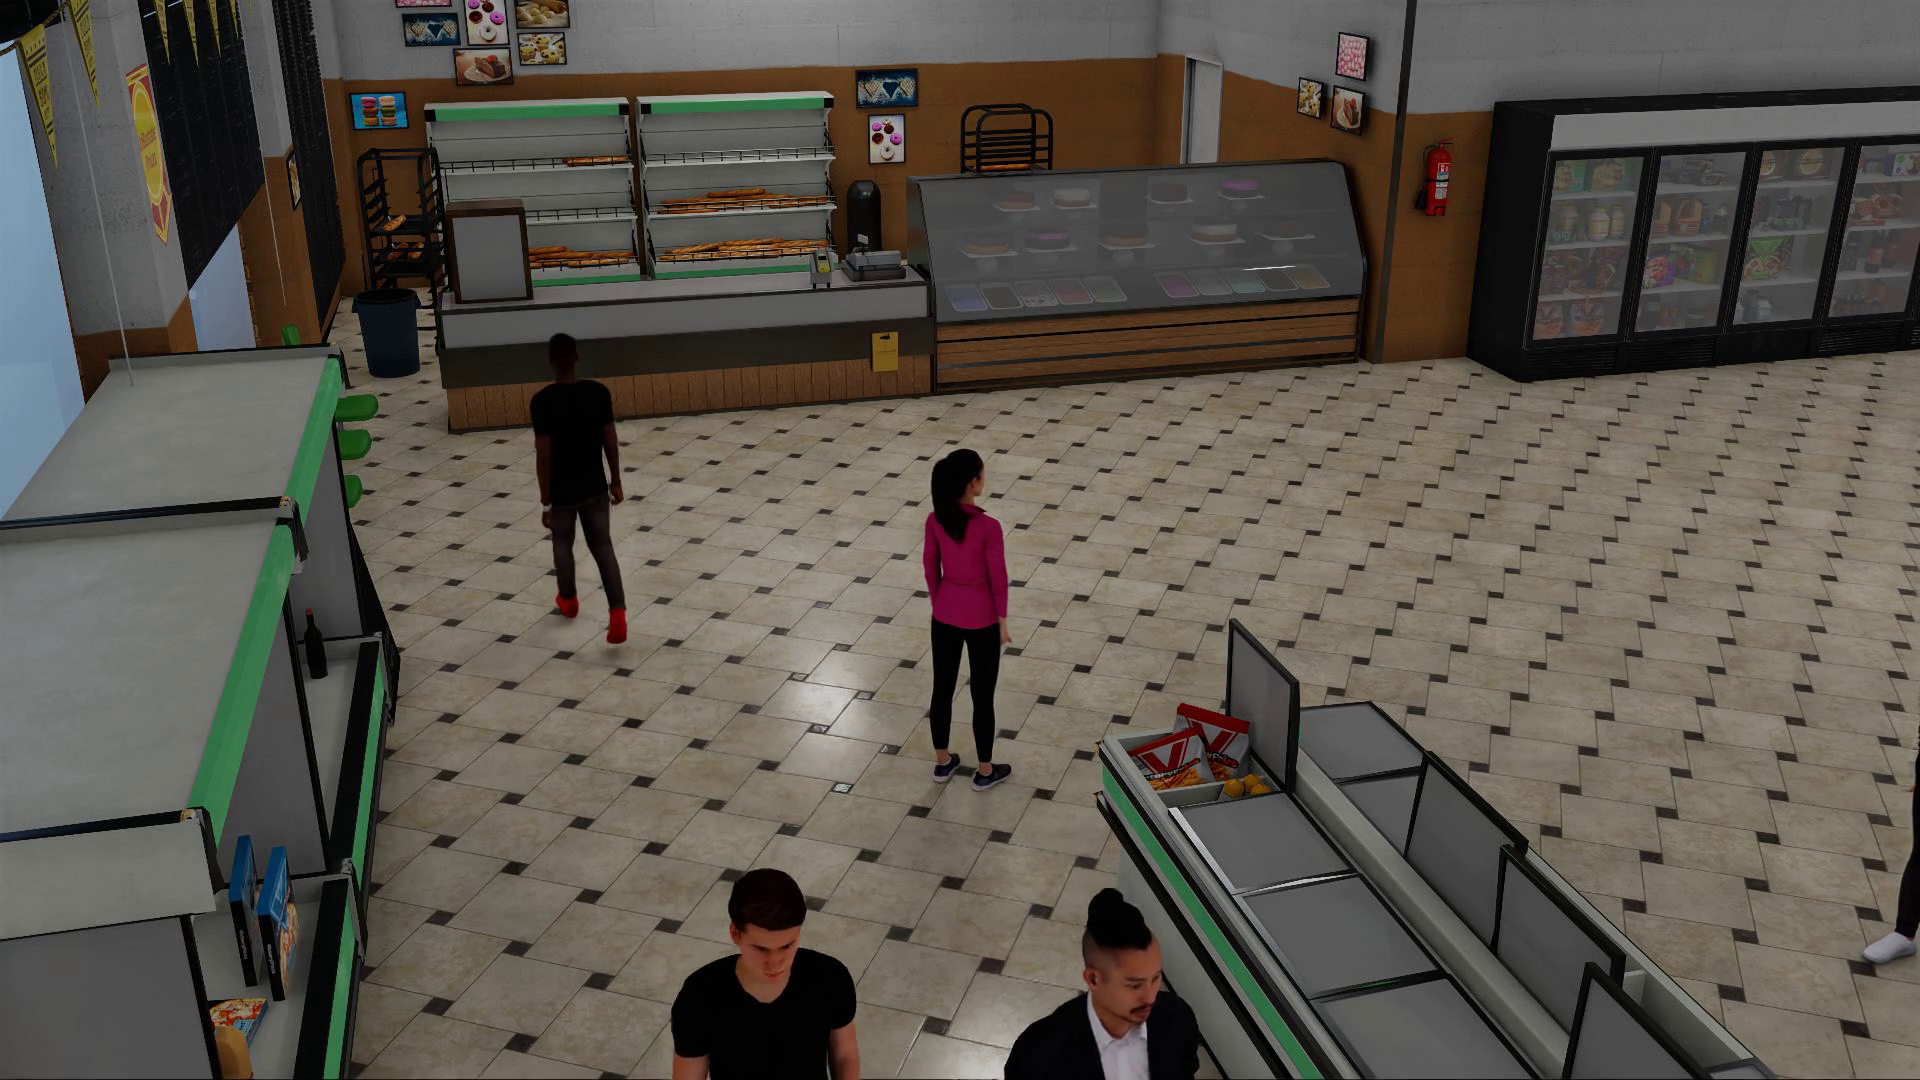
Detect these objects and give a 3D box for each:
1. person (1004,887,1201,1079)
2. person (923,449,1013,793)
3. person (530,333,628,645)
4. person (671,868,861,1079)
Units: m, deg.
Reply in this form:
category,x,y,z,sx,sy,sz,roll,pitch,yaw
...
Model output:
category,x,y,z,sx,sy,sz,roll,pitch,yaw
person,0.281,1.690,4.395,0.937,1.913,1.233,-12,25,-27
person,0.019,0.385,7.930,0.682,1.700,0.739,12,25,27
person,-2.132,-0.255,9.414,0.881,1.780,1.264,-12,25,-26
person,-0.536,1.628,4.648,0.749,1.839,1.248,-3,22,-6
